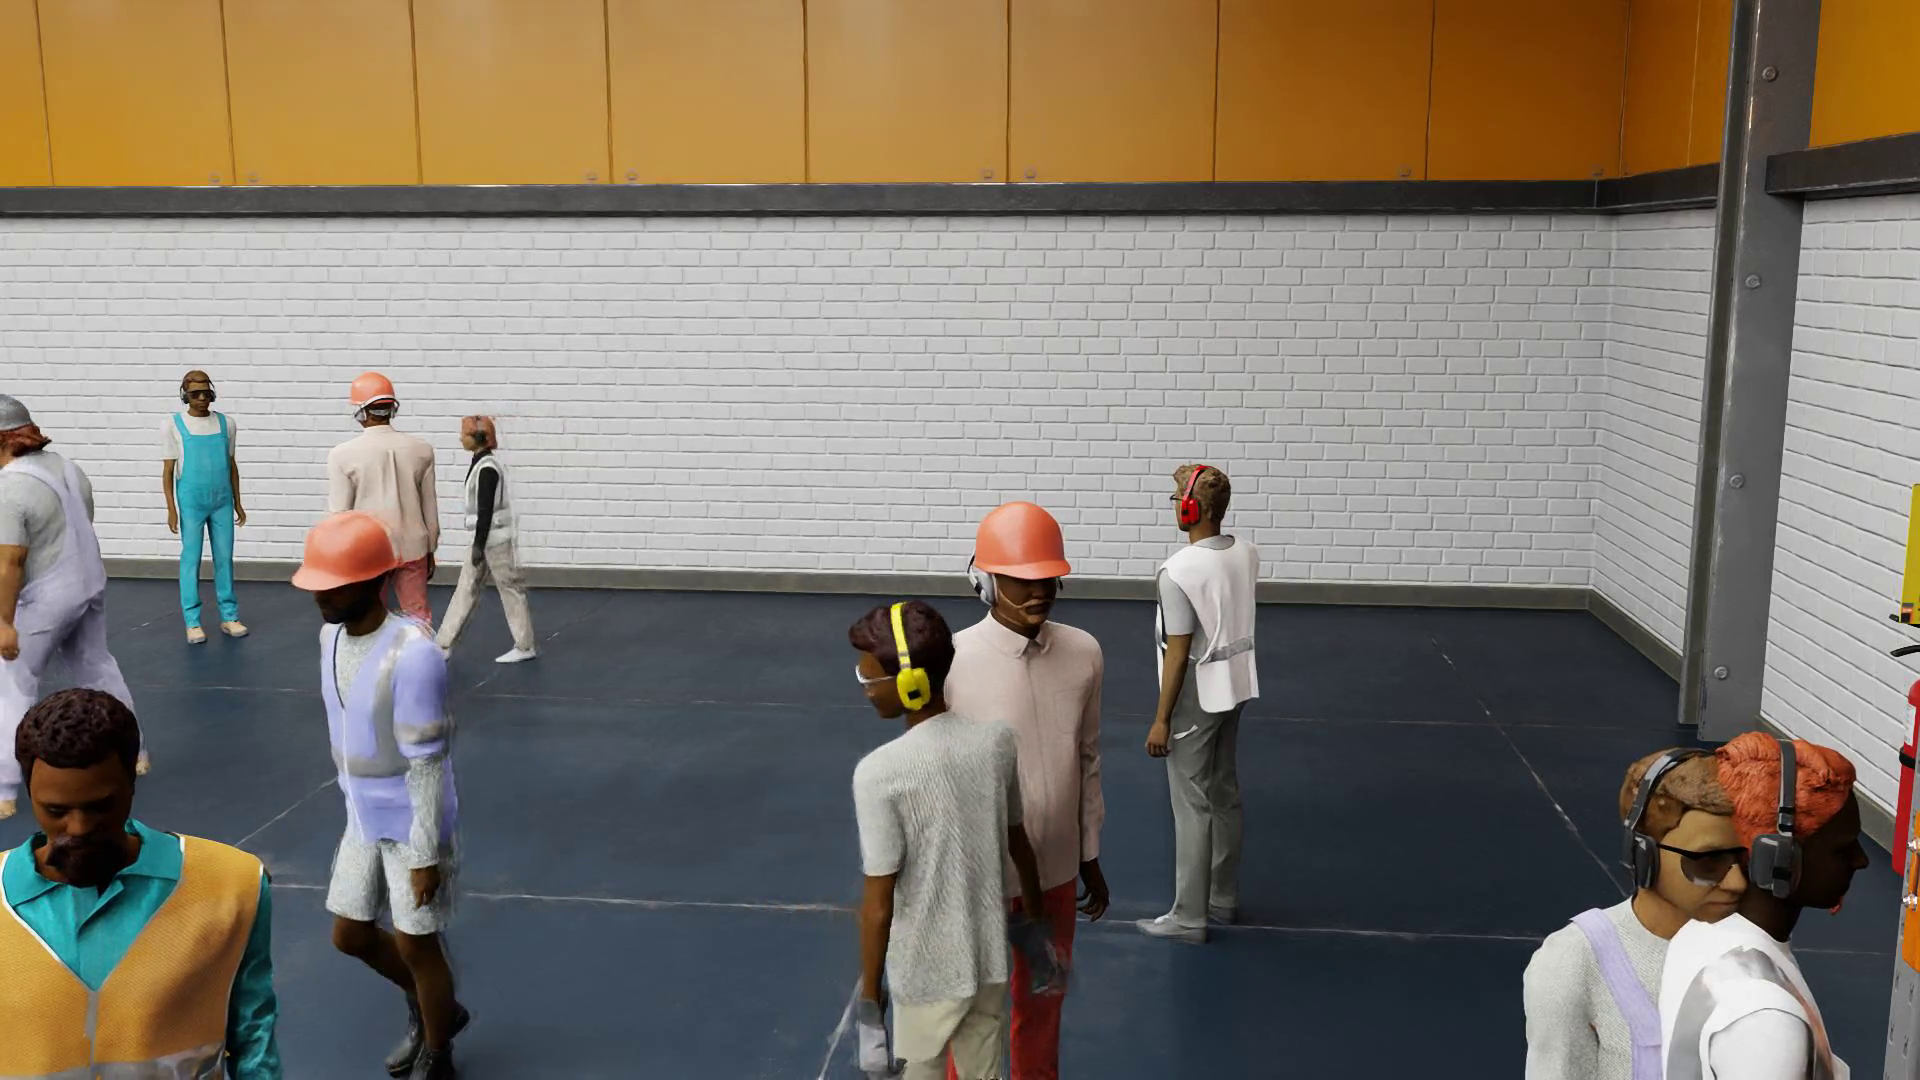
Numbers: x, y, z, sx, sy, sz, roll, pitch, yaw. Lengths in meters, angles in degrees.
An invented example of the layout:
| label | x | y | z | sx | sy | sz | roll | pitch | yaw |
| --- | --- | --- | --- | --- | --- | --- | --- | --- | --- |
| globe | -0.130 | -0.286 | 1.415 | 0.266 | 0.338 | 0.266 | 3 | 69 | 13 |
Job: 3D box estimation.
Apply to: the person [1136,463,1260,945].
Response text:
| label | x | y | z | sx | sy | sz | roll | pitch | yaw |
| --- | --- | --- | --- | --- | --- | --- | --- | --- | --- |
| person | 0.933 | 0.628 | 6.370 | 0.389 | 1.846 | 0.567 | 8 | 13 | 39 |

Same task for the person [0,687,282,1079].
| label | x | y | z | sx | sy | sz | roll | pitch | yaw |
| --- | --- | --- | --- | --- | --- | --- | --- | --- | --- |
| person | -1.513 | 1.186 | 2.988 | 0.590 | 1.915 | 0.392 | -5 | 11 | -26 |

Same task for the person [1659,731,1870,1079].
| label | x | y | z | sx | sy | sz | roll | pitch | yaw |
| --- | --- | --- | --- | --- | --- | --- | --- | --- | --- |
| person | 1.267 | 1.237 | 2.780 | 0.337 | 1.882 | 0.584 | 2 | 10 | 10 |

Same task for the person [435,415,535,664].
| label | x | y | z | sx | sy | sz | roll | pitch | yaw |
| --- | --- | --- | --- | --- | --- | --- | --- | --- | --- |
| person | -3.103 | 0.017 | 10.535 | 0.807 | 1.599 | 0.541 | -5 | 11 | -25 |

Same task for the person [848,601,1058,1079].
| label | x | y | z | sx | sy | sz | roll | pitch | yaw |
| --- | --- | --- | --- | --- | --- | --- | --- | --- | --- |
| person | 0.001 | 1.048 | 3.985 | 0.677 | 1.852 | 0.403 | -9 | 13 | -42 |

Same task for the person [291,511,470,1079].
| label | x | y | z | sx | sy | sz | roll | pitch | yaw |
| --- | --- | --- | --- | --- | --- | --- | --- | --- | --- |
| person | -1.711 | 0.841 | 4.983 | 0.561 | 1.911 | 0.538 | 7 | 12 | 35 |

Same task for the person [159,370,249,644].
| label | x | y | z | sx | sy | sz | roll | pitch | yaw |
| --- | --- | --- | --- | --- | --- | --- | --- | --- | --- |
| person | -5.122 | -0.231 | 11.293 | 0.334 | 1.845 | 0.513 | 9 | 14 | 43 |

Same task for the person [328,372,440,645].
| label | x | y | z | sx | sy | sz | roll | pitch | yaw |
| --- | --- | --- | --- | --- | --- | --- | --- | --- | --- |
| person | -3.183 | 0.066 | 9.210 | 0.610 | 1.985 | 0.414 | -9 | 14 | -43 |

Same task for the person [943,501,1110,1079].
| label | x | y | z | sx | sy | sz | roll | pitch | yaw |
| --- | --- | --- | --- | --- | --- | --- | --- | --- | --- |
| person | 0.149 | 0.880 | 4.504 | 0.611 | 1.995 | 0.380 | -7 | 12 | -34 |

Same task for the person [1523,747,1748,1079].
| label | x | y | z | sx | sy | sz | roll | pitch | yaw |
| --- | --- | --- | --- | --- | --- | --- | --- | --- | --- |
| person | 1.177 | 1.245 | 2.846 | 0.506 | 1.846 | 0.345 | -4 | 11 | -24 |

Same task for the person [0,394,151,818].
| label | x | y | z | sx | sy | sz | roll | pitch | yaw |
| --- | --- | --- | --- | --- | --- | --- | --- | --- | --- |
| person | -4.448 | 0.256 | 7.949 | 0.575 | 2.000 | 0.856 | 1 | 10 | 4 |
